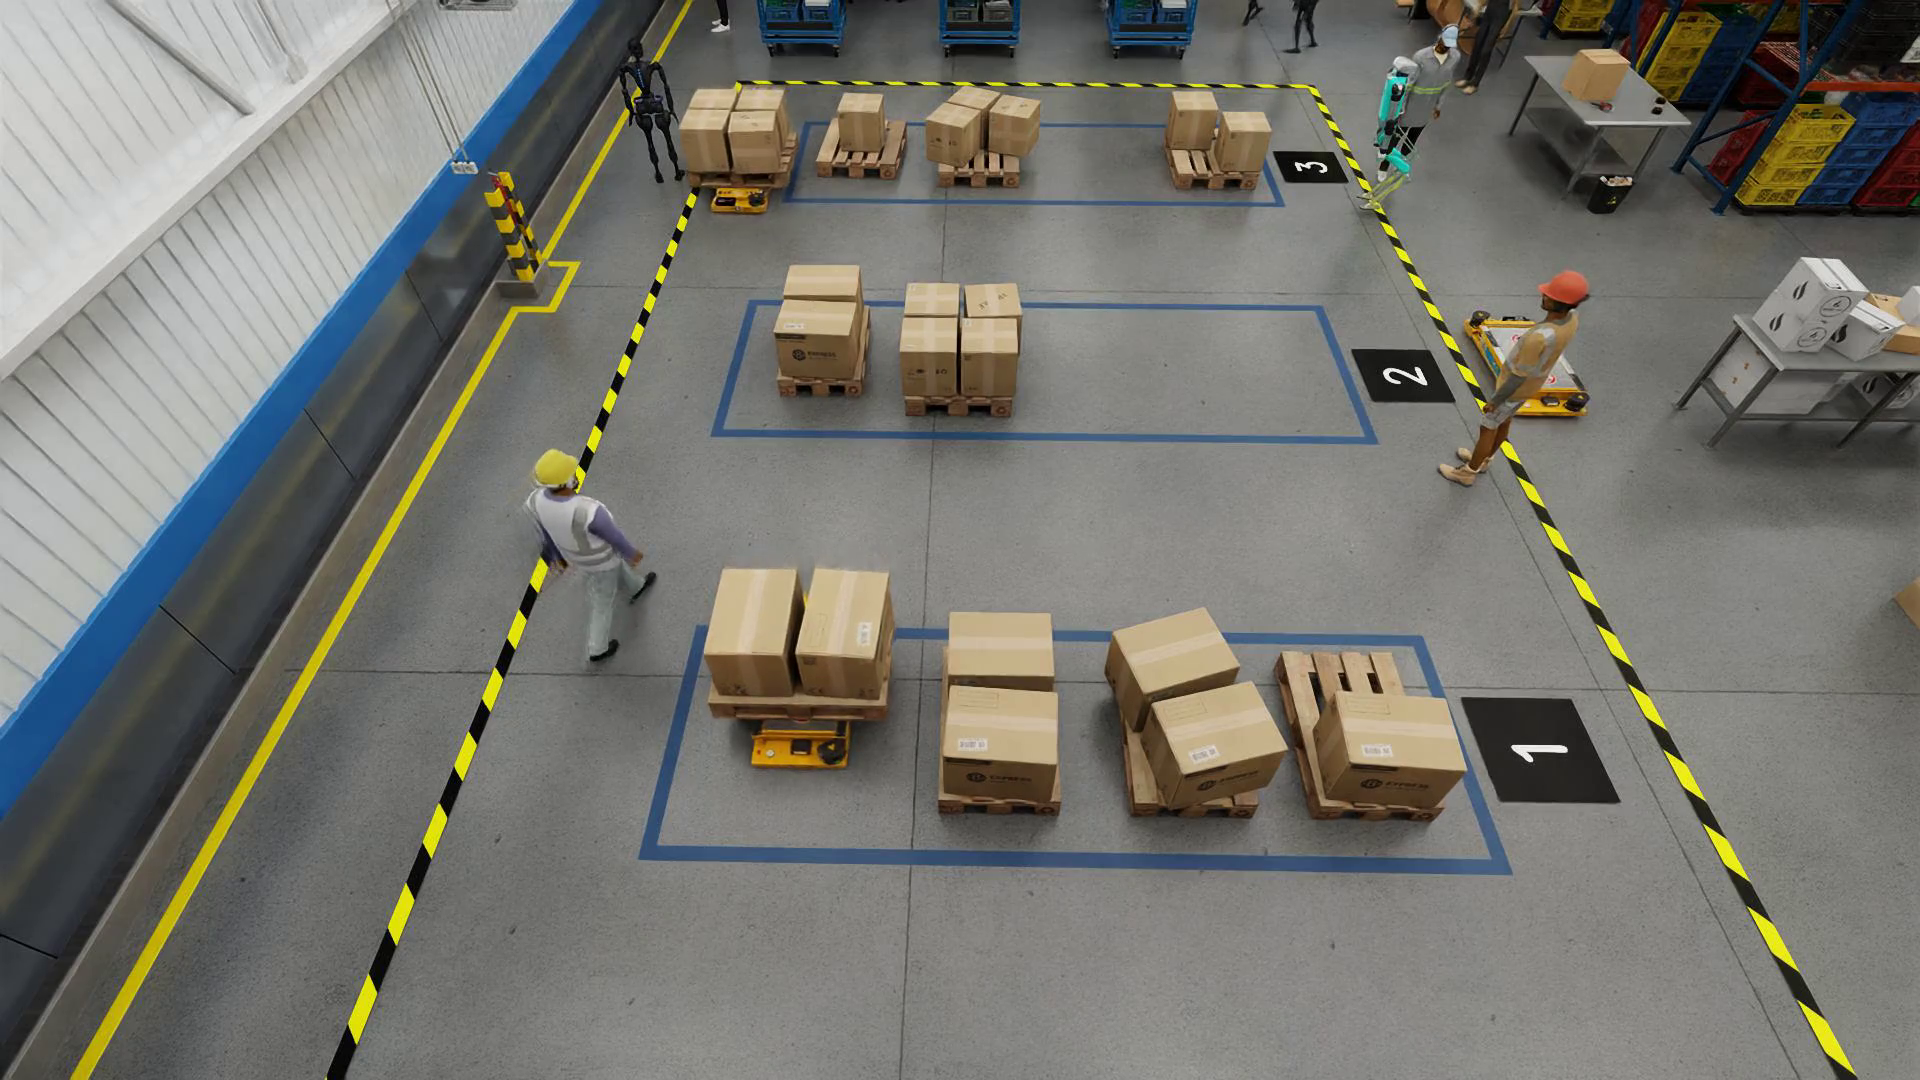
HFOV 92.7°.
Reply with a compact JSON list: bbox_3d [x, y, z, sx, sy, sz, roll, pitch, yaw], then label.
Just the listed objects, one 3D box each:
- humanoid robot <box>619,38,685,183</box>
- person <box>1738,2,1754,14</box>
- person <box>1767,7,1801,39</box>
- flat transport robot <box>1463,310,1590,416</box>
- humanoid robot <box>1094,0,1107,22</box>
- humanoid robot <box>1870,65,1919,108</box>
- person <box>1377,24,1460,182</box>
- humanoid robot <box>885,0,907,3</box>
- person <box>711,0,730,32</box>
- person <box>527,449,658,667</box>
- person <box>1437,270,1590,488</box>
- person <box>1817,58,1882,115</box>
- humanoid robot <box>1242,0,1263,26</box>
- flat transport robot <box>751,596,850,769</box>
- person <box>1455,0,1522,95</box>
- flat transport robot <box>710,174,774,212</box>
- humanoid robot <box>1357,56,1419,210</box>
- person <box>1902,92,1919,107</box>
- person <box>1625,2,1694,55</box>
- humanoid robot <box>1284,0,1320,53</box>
[{"bbox_3d":[-3.738,-5.177,11.075,0.599,1.653,0.315,-7,49,-6],"label":"humanoid robot"},{"bbox_3d":[13.115,-9.523,14.605,0.391,2.039,0.612,21,52,17],"label":"person"},{"bbox_3d":[12.650,-8.282,13.747,0.912,1.700,0.567,-1,49,-1],"label":"person"},{"bbox_3d":[5.573,-1.757,9.054,0.659,0.231,1.431,1,49,1],"label":"flat transport robot"},{"bbox_3d":[2.353,-9.282,14.625,0.545,1.782,0.865,-34,57,-26],"label":"humanoid robot"},{"bbox_3d":[11.605,-5.545,11.407,0.479,1.654,0.598,10,50,9],"label":"humanoid robot"},{"bbox_3d":[5.525,-5.207,10.996,0.587,1.848,0.398,-6,49,-5],"label":"person"},{"bbox_3d":[-1.115,-9.828,15.099,0.599,1.656,0.315,20,52,17],"label":"humanoid robot"},{"bbox_3d":[-3.873,-8.922,14.196,0.328,1.872,0.507,-5,49,-4],"label":"person"},{"bbox_3d":[-2.604,0.088,6.453,0.588,1.789,0.926,21,52,18],"label":"person"},{"bbox_3d":[4.504,-1.277,7.468,0.613,2.040,0.376,-31,56,-24],"label":"person"},{"bbox_3d":[11.423,-6.046,11.761,0.684,1.793,0.650,-17,51,-14],"label":"person"},{"bbox_3d":[4.787,-9.061,14.459,0.487,1.642,0.600,-30,56,-24],"label":"humanoid robot"},{"bbox_3d":[-1.090,0.967,6.678,0.652,0.197,1.431,1,49,1],"label":"flat transport robot"},{"bbox_3d":[7.400,-7.199,12.722,0.393,1.836,0.531,-20,52,-17],"label":"person"},{"bbox_3d":[-2.665,-4.549,11.452,0.652,0.197,1.431,1,49,1],"label":"flat transport robot"},{"bbox_3d":[5.024,-4.594,10.447,0.735,1.681,0.533,9,50,8],"label":"humanoid robot"},{"bbox_3d":[13.379,-6.497,12.100,0.608,1.877,0.906,5,49,5],"label":"person"},{"bbox_3d":[10.163,-7.589,13.064,0.726,1.843,0.523,-10,50,-9],"label":"person"},{"bbox_3d":[5.272,-8.160,13.670,0.492,1.645,0.609,35,58,27],"label":"humanoid robot"}]
